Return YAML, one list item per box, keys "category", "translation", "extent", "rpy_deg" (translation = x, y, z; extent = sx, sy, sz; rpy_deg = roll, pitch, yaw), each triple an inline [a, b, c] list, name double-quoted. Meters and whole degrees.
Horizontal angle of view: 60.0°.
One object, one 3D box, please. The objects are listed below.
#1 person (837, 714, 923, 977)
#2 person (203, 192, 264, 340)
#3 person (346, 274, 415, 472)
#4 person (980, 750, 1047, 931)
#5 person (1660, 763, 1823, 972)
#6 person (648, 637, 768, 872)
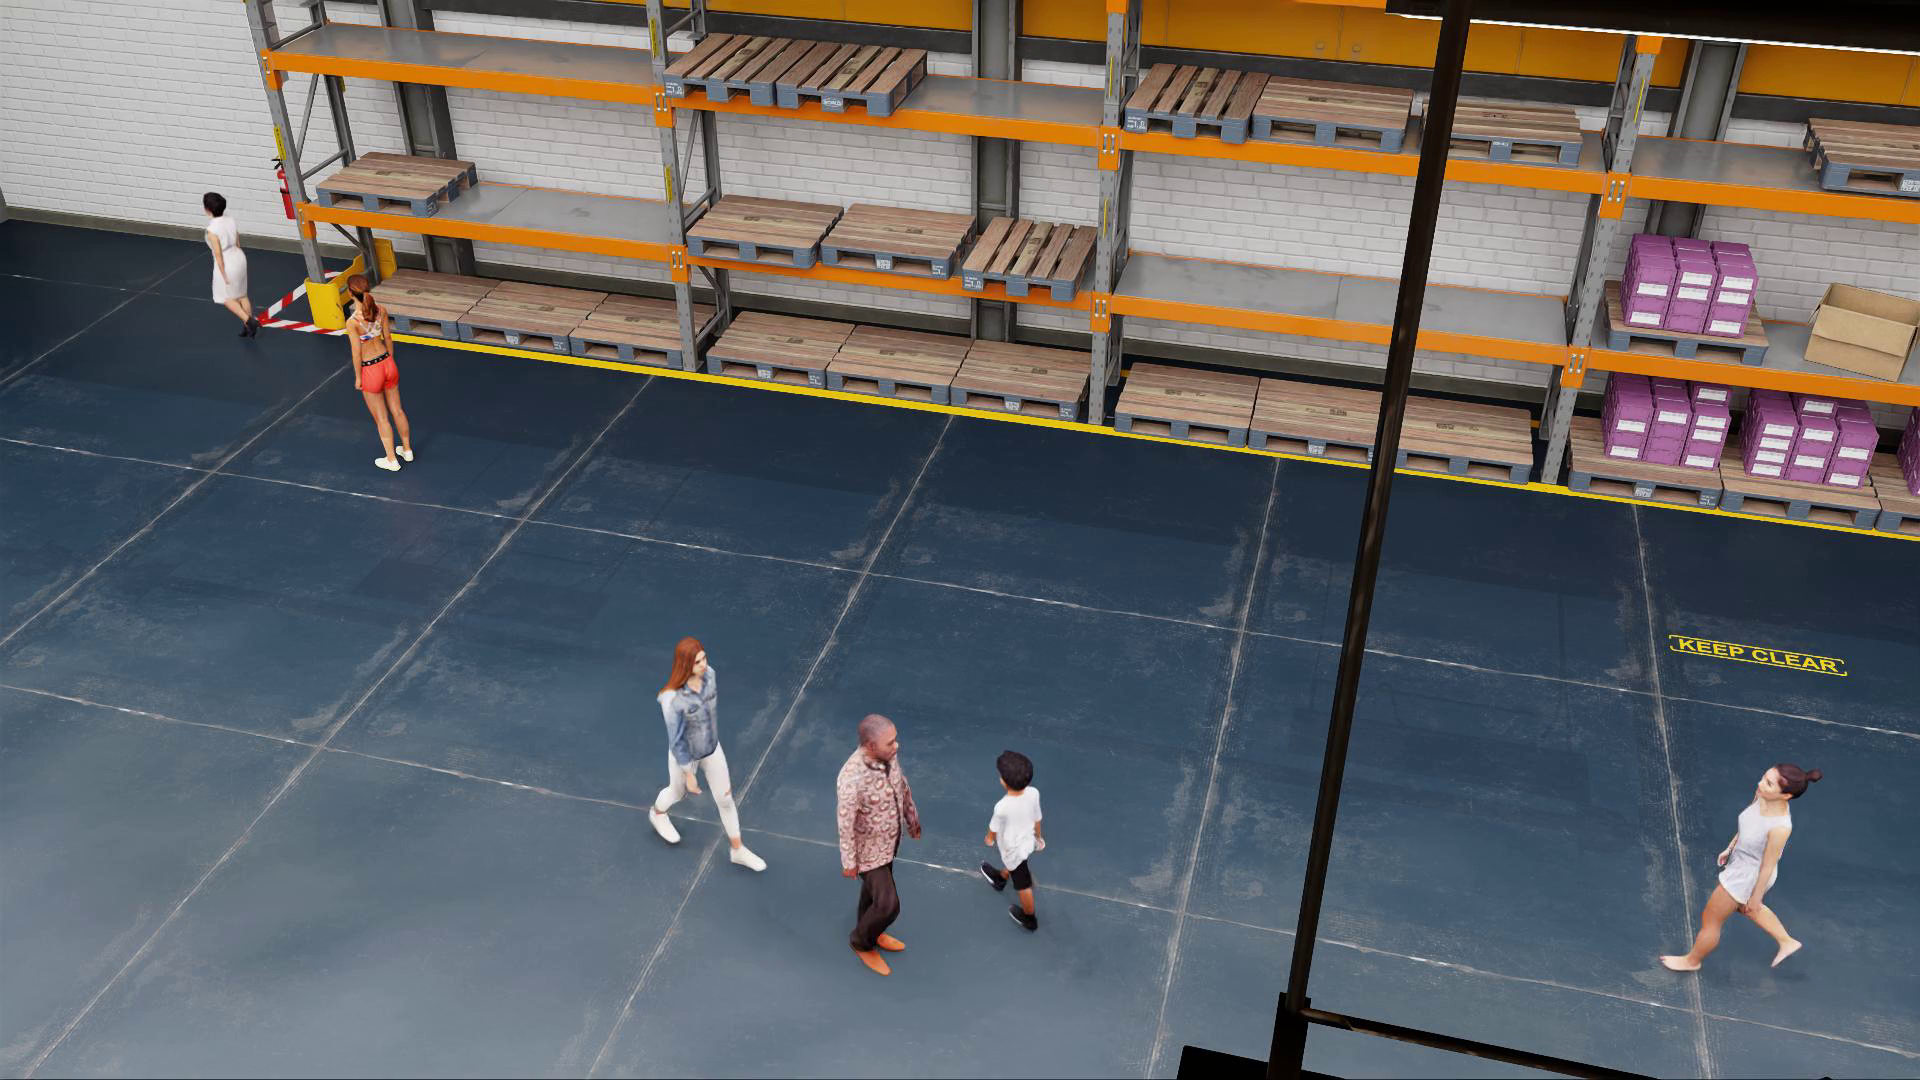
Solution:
- category: "person"
  translation: [-0.571, 1.686, 9.520]
  extent: [0.665, 1.790, 0.721]
  rpy_deg: [14, 36, 21]
- category: "person"
  translation: [-7.080, -2.652, 16.268]
  extent: [0.706, 1.544, 0.607]
  rpy_deg: [11, 35, 17]
- category: "person"
  translation: [-4.978, -1.430, 14.207]
  extent: [0.648, 1.790, 0.655]
  rpy_deg: [20, 39, 27]
- category: "person"
  translation: [0.379, 1.817, 9.824]
  extent: [0.724, 1.235, 0.858]
  rpy_deg: [-27, 42, -34]
- category: "person"
  translation: [4.545, 1.886, 9.409]
  extent: [0.955, 1.580, 0.563]
  rpy_deg: [8, 35, 12]
- category: "person"
  translation: [-1.705, 1.293, 10.225]
  extent: [1.208, 1.664, 0.935]
  rpy_deg: [25, 41, 32]
